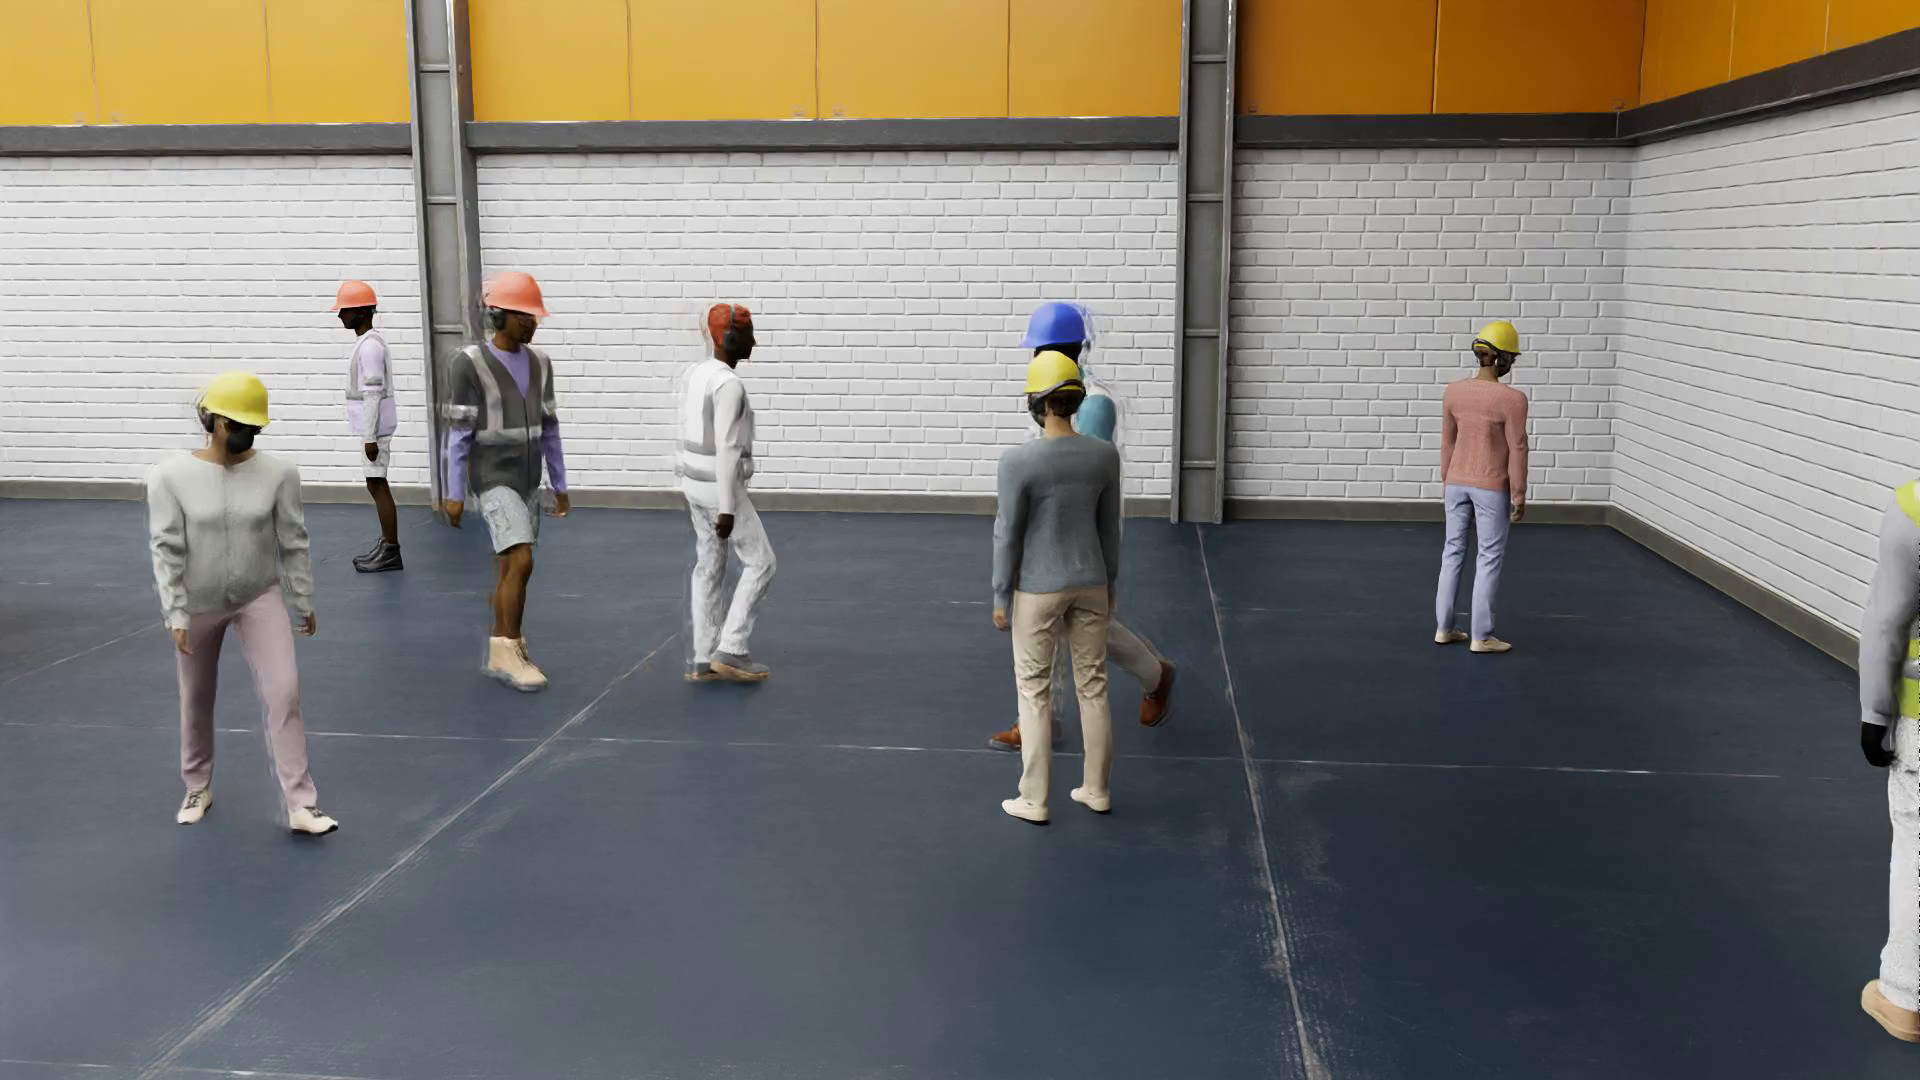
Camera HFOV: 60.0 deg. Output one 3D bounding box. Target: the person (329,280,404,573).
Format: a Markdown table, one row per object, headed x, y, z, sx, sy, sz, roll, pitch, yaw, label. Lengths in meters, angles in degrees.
| x | y | z | sx | sy | sz | roll | pitch | yaw | label |
| --- | --- | --- | --- | --- | --- | --- | --- | --- | --- |
| -3.927 | -0.746 | 11.020 | 0.382 | 1.930 | 0.541 | -3 | 10 | -19 | person |

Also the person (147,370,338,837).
| x | y | z | sx | sy | sz | roll | pitch | yaw | label |
| --- | --- | --- | --- | --- | --- | --- | --- | --- | --- |
| -2.626 | 0.236 | 6.038 | 0.542 | 1.701 | 0.794 | -6 | 12 | -30 | person |

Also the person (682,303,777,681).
| x | y | z | sx | sy | sz | roll | pitch | yaw | label |
| --- | --- | --- | --- | --- | --- | --- | --- | --- | --- |
| -1.128 | -0.221 | 8.161 | 0.494 | 1.867 | 0.592 | -5 | 11 | -28 | person |

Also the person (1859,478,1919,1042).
| x | y | z | sx | sy | sz | roll | pitch | yaw | label |
| --- | --- | --- | --- | --- | --- | --- | --- | --- | --- |
| 2.722 | 0.453 | 4.424 | 0.636 | 1.833 | 0.430 | 2 | 10 | 12 | person |

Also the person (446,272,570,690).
| x | y | z | sx | sy | sz | roll | pitch | yaw | label |
| --- | --- | --- | --- | --- | --- | --- | --- | --- | --- |
| -2.115 | -0.273 | 8.042 | 0.699 | 2.013 | 0.641 | 6 | 11 | 29 | person |

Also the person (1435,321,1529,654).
| x | y | z | sx | sy | sz | roll | pitch | yaw | label |
| --- | --- | --- | --- | --- | --- | --- | --- | --- | --- |
| 2.776 | -0.273 | 8.804 | 0.339 | 1.755 | 0.531 | -7 | 12 | -36 | person |

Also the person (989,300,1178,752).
| x | y | z | sx | sy | sz | roll | pitch | yaw | label |
| --- | --- | --- | --- | --- | --- | --- | --- | --- | --- |
| 0.533 | -0.054 | 7.068 | 0.796 | 1.926 | 0.613 | -5 | 11 | -25 | person |

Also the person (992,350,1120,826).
| x | y | z | sx | sy | sz | roll | pitch | yaw | label |
| --- | --- | --- | --- | --- | --- | --- | --- | --- | --- |
| 0.353 | 0.179 | 6.205 | 0.535 | 1.760 | 0.344 | -5 | 11 | -25 | person |
